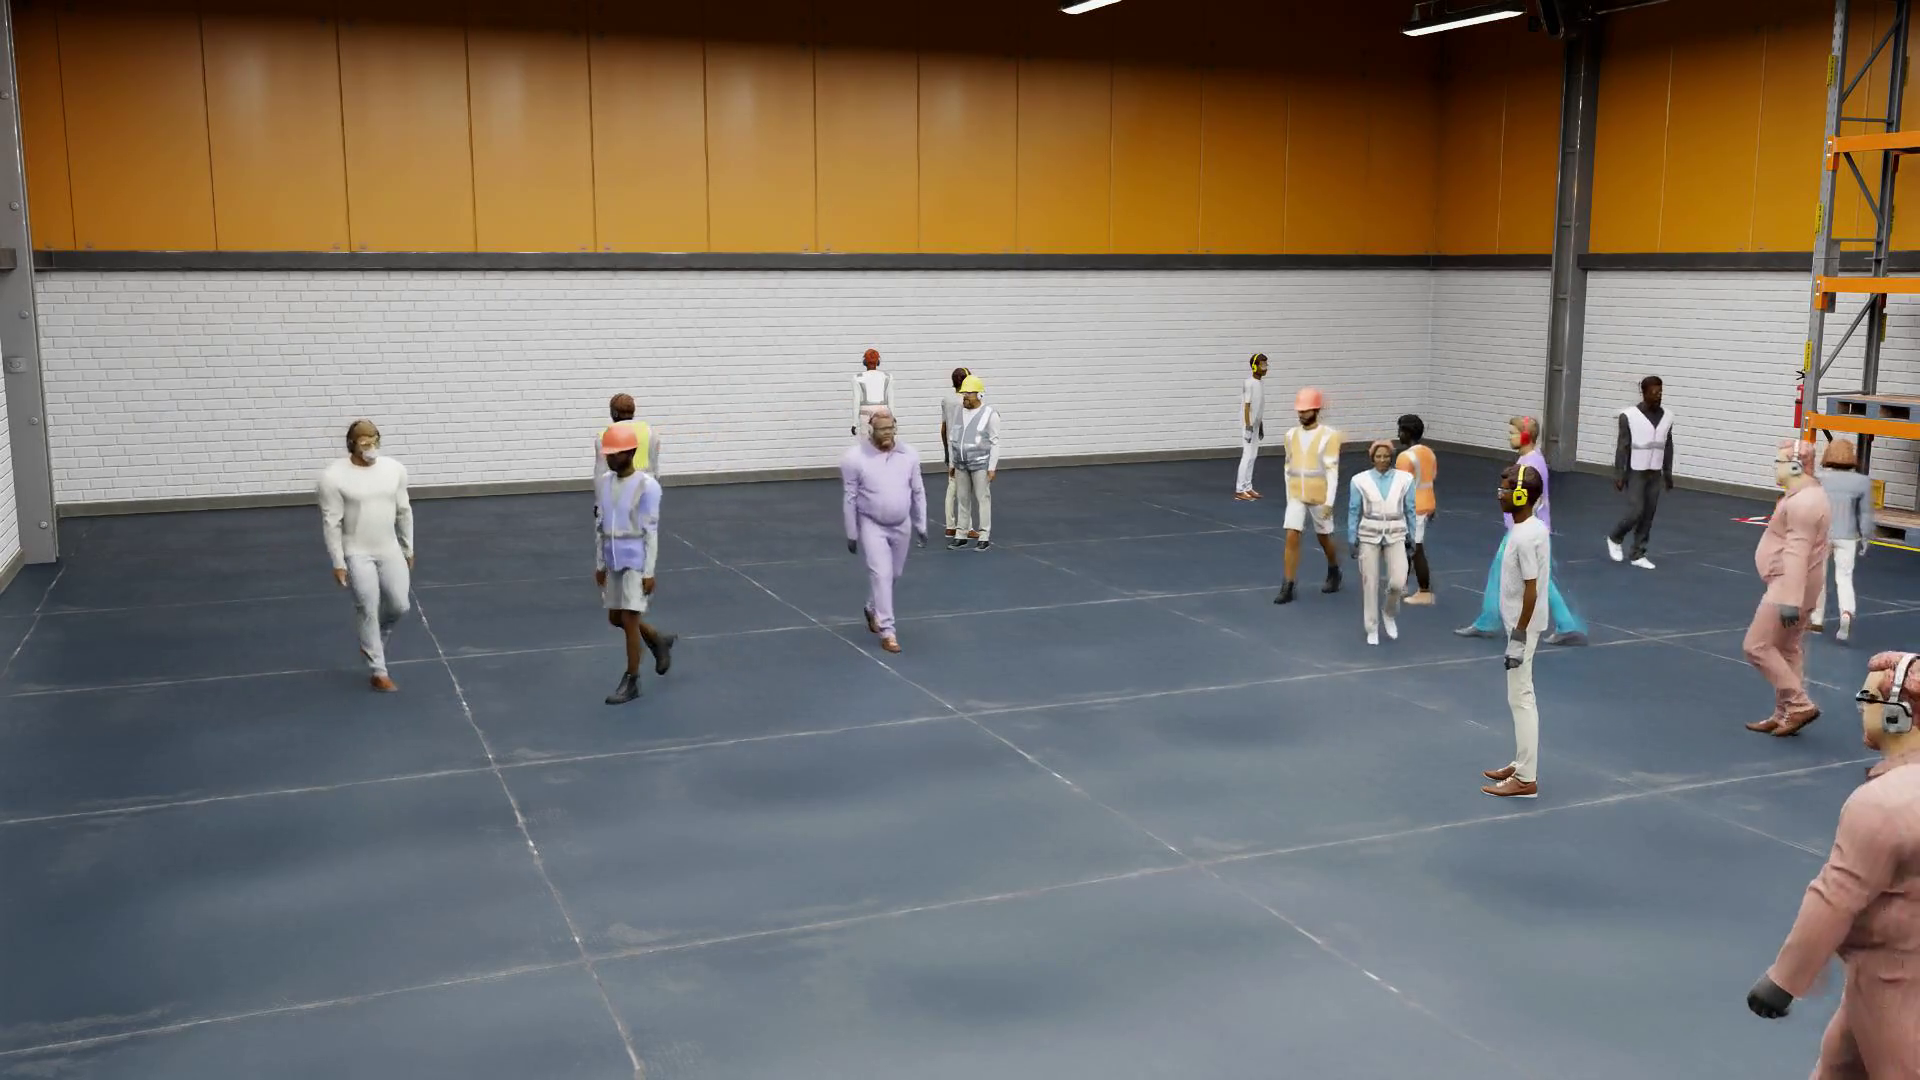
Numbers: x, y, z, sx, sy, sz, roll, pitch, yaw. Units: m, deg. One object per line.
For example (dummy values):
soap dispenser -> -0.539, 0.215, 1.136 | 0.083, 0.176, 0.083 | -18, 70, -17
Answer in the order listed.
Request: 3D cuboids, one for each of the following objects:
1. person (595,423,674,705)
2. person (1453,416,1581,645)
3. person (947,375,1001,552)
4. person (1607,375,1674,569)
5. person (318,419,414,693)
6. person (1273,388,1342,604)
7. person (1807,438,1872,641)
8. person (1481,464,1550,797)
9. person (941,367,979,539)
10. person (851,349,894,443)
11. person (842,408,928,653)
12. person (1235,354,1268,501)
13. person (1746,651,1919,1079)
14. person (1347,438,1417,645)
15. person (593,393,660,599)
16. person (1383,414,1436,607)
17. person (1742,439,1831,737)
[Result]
person -> -2.217, 0.136, 11.444 | 0.547, 1.915, 0.731 | 6, 11, 32
person -> 4.436, -0.074, 13.027 | 0.945, 1.805, 0.580 | 3, 10, 17
person -> 0.123, -0.794, 17.280 | 0.586, 1.835, 0.403 | 6, 11, 32
person -> 6.707, -0.668, 16.325 | 0.590, 1.904, 0.458 | -3, 10, -17
person -> -4.147, 0.101, 11.617 | 0.657, 1.916, 0.561 | -9, 13, -42
person -> 3.142, -0.411, 14.791 | 0.548, 1.902, 0.957 | 7, 12, 35
person -> 6.931, -0.006, 13.170 | 0.509, 1.609, 0.687 | 3, 10, 17
person -> 3.122, 0.507, 9.291 | 0.309, 1.868, 0.534 | 4, 10, 21
person -> 0.022, -0.940, 18.069 | 0.509, 1.867, 0.328 | 9, 13, 42
person -> -1.135, -1.542, 21.662 | 0.573, 1.883, 0.357 | -3, 10, -19
person -> -0.604, -0.117, 13.092 | 0.651, 1.874, 0.933 | -5, 10, -26
person -> 3.721, -1.430, 21.083 | 0.361, 1.861, 0.514 | 6, 11, 31
person -> 2.597, 1.239, 4.848 | 0.656, 1.865, 0.955 | -8, 13, -41
person -> 3.288, 0.020, 12.960 | 0.548, 1.623, 0.378 | 1, 9, 8
person -> -2.964, -0.377, 14.773 | 0.646, 1.837, 0.430 | -8, 12, -39
person -> 3.887, -0.267, 14.533 | 0.652, 1.668, 0.549 | 8, 12, 39
person -> 5.145, 0.317, 10.379 | 0.435, 1.891, 0.673 | 5, 11, 29
